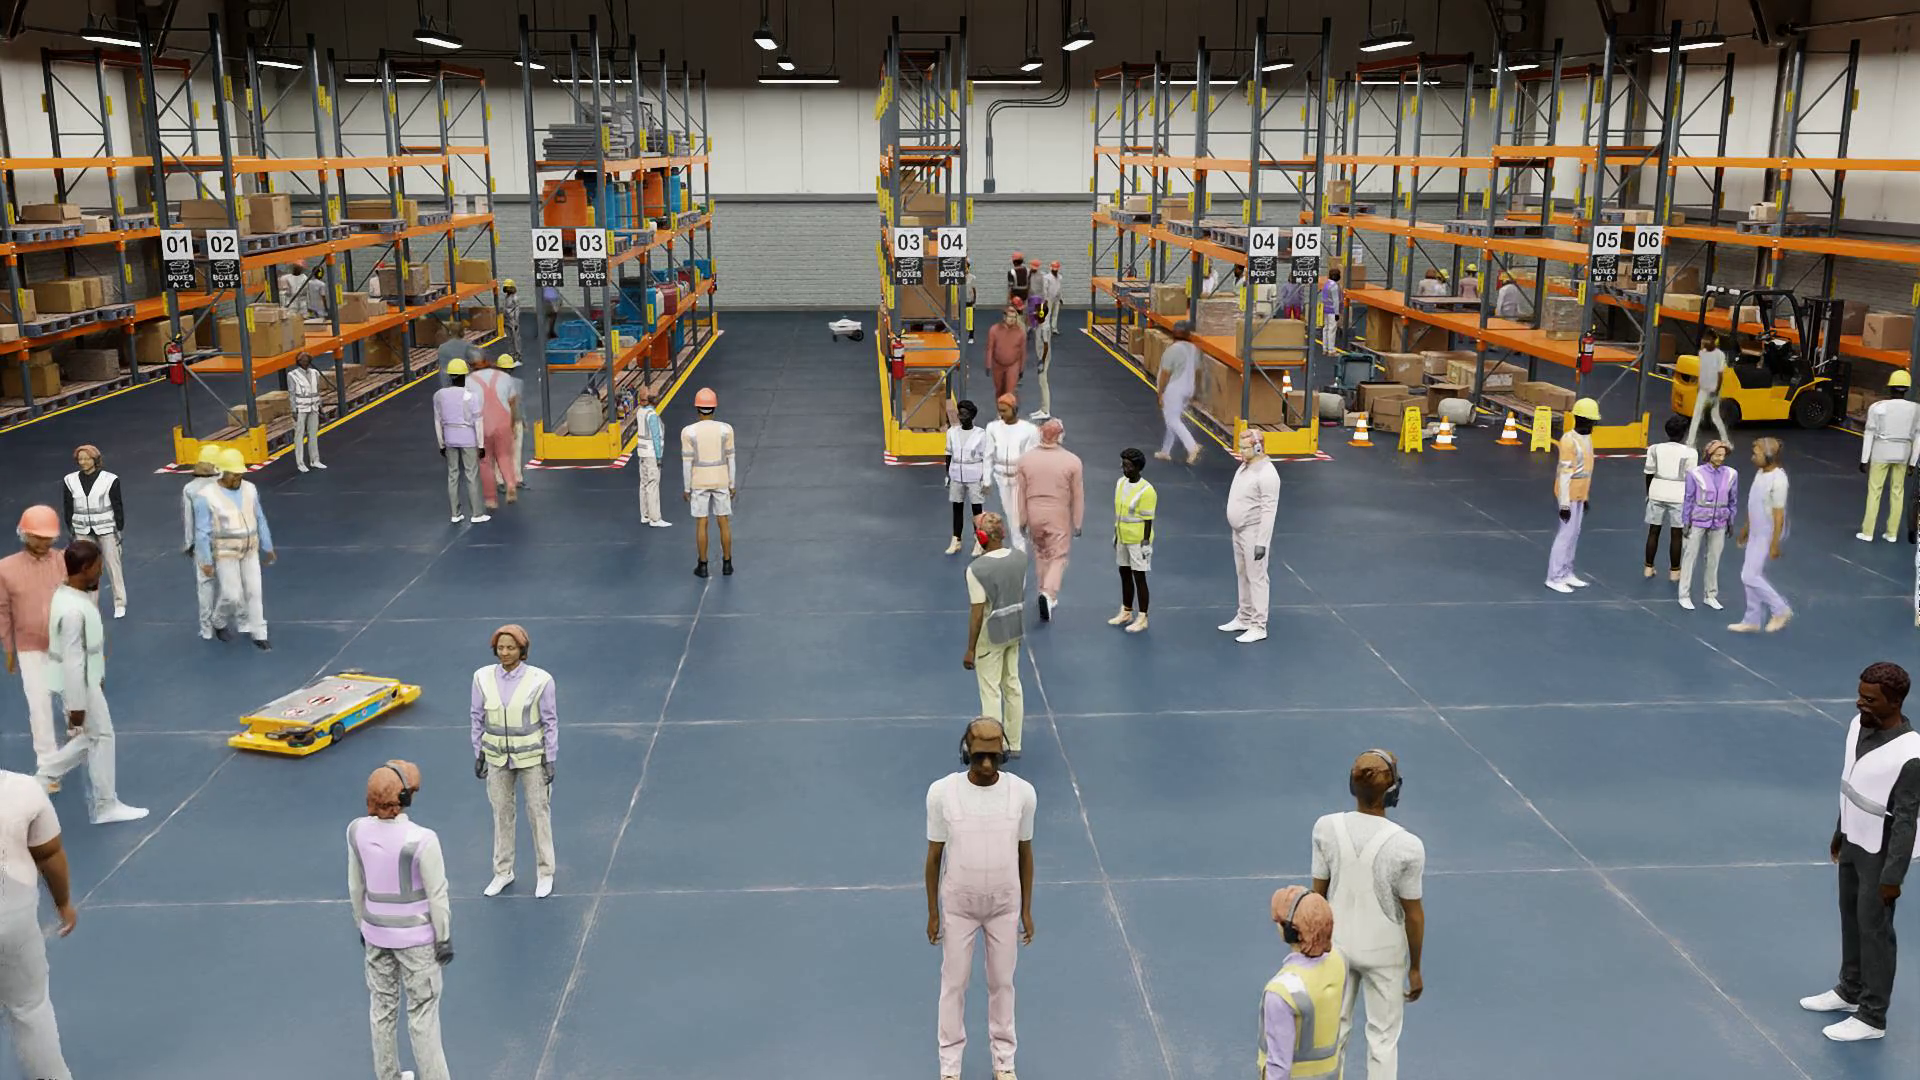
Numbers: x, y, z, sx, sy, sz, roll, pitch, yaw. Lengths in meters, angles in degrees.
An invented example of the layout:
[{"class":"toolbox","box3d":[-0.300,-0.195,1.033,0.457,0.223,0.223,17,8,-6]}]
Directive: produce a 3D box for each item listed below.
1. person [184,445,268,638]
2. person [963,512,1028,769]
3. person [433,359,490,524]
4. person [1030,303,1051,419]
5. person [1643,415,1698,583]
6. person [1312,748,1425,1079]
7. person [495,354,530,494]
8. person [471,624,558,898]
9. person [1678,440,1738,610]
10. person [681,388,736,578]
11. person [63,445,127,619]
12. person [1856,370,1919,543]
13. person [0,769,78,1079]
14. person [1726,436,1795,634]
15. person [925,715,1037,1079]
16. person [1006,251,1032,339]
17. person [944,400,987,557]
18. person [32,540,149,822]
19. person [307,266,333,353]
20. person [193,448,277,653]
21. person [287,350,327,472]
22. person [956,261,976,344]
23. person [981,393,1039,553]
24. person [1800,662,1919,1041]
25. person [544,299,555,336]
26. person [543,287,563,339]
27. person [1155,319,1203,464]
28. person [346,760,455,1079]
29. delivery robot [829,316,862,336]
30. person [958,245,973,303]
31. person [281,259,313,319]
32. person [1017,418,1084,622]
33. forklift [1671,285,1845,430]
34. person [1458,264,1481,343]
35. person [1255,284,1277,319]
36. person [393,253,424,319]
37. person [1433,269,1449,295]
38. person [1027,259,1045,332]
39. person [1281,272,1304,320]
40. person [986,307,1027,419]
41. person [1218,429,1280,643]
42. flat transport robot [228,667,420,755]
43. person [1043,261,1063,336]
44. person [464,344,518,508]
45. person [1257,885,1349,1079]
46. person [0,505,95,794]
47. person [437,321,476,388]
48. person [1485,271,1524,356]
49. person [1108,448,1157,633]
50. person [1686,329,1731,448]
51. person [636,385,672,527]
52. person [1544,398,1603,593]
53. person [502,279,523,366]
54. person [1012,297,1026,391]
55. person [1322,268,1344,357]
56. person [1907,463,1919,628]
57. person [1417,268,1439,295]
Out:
[{"class":"person","box3d":[-6.625,0.017,14.882,0.579,1.722,0.428,-1,13,-3]},{"class":"person","box3d":[0.256,0.708,11.703,0.395,1.838,0.564,12,18,42]},{"class":"person","box3d":[-5.802,-1.145,19.359,0.585,1.928,0.368,2,13,9]},{"class":"person","box3d":[1.314,-2.893,26.884,0.327,1.874,0.521,0,13,1]},{"class":"person","box3d":[7.159,-0.413,16.774,0.531,1.688,0.320,13,18,43]},{"class":"person","box3d":[1.745,1.779,7.148,0.507,1.847,0.343,9,16,35]},{"class":"person","box3d":[-5.728,-1.484,21.144,0.312,1.767,0.533,12,18,41]},{"class":"person","box3d":[-2.585,1.280,9.694,0.514,1.645,0.308,1,13,6]},{"class":"person","box3d":[7.081,-0.143,15.755,0.515,1.633,0.313,-1,13,-2]},{"class":"person","box3d":[-2.557,-0.581,16.945,0.543,1.940,0.361,-4,14,-16]},{"class":"person","box3d":[-8.022,-0.077,15.446,0.514,1.645,0.309,-2,13,-7]},{"class":"person","box3d":[10.307,-0.919,18.434,0.587,1.921,0.388,2,13,10]},{"class":"person","box3d":[-4.281,1.654,7.261,0.784,2.000,0.542,-9,16,-35]},{"class":"person","box3d":[7.189,-0.028,14.870,0.446,1.820,0.511,2,13,8]},{"class":"person","box3d":[0.097,1.679,7.574,0.508,1.847,0.345,-2,13,-8]},{"class":"person","box3d":[1.328,-5.471,37.468,0.639,2.031,0.483,-7,15,-27]},{"class":"person","box3d":[0.073,-0.660,17.803,0.535,1.697,0.318,6,14,23]},{"class":"person","box3d":[-5.667,0.940,10.614,0.628,1.887,0.605,-7,15,-26]},{"class":"person","box3d":[-13.655,-4.896,35.422,0.518,1.855,0.344,6,15,24]},{"class":"person","box3d":[-6.283,0.090,14.415,0.631,1.799,0.636,7,15,26]},{"class":"person","box3d":[-8.864,-1.752,22.550,0.311,1.639,0.513,7,15,27]},{"class":"person","box3d":[0.118,-5.323,37.209,0.508,1.862,0.331,6,14,23]},{"class":"person","box3d":[0.511,-0.585,17.147,0.588,1.844,0.883,6,14,22]},{"class":"person","box3d":[4.478,1.512,8.147,0.397,1.911,0.588,1,13,4]},{"class":"person","box3d":[-9.614,-5.630,38.706,0.308,1.770,0.522,-2,13,-7]},{"class":"person","box3d":[-9.358,-5.558,38.119,0.602,1.896,0.559,7,15,28]},{"class":"person","box3d":[3.097,-2.085,23.099,0.712,2.000,0.883,-12,18,-42]},{"class":"person","box3d":[-2.524,1.792,7.534,0.515,1.642,0.314,5,14,22]},{"class":"delivery robot","box3d":[-2.604,-4.820,37.670,0.707,0.478,0.477,-6,14,-23]},{"class":"person","box3d":[0.054,-6.268,40.815,0.371,2.044,0.608,-9,16,-34]},{"class":"person","box3d":[-14.151,-4.981,35.480,0.435,1.999,0.661,13,18,43]},{"class":"person","box3d":[0.824,-0.189,15.441,0.644,1.879,0.814,5,14,22]},{"class":"forklift","box3d":[12.503,-2.886,26.166,2.313,2.155,1.214,-1,13,-3]},{"class":"person","box3d":[11.416,-5.292,37.294,0.523,1.760,0.327,9,16,35]},{"class":"person","box3d":[6.321,-4.769,34.713,0.590,1.927,0.367,7,15,27]},{"class":"person","box3d":[-13.767,-6.224,41.173,0.981,1.797,0.586,1,13,5]},{"class":"person","box3d":[10.368,-4.978,35.970,0.354,1.757,0.534,9,16,32]},{"class":"person","box3d":[1.713,-5.809,39.547,0.644,1.713,0.575,7,15,29]},{"class":"person","box3d":[7.438,-5.205,37.211,0.505,1.627,0.290,0,13,1]},{"class":"person","box3d":[0.737,-2.773,26.386,0.644,1.869,0.887,1,13,5]},{"class":"person","box3d":[2.565,-0.048,14.765,0.408,1.906,0.638,-3,14,-13]},{"class":"flat transport robot","box3d":[-4.801,1.281,12.630,0.652,0.197,1.431,4,14,16]},{"class":"person","box3d":[2.186,-5.618,38.701,0.563,1.742,0.338,-11,17,-38]},{"class":"person","box3d":[-5.711,-1.379,20.109,0.711,2.000,0.601,-9,16,-32]},{"class":"person","box3d":[1.282,2.087,6.283,0.313,1.639,0.517,11,17,40]},{"class":"person","box3d":[-6.325,0.689,11.578,0.608,1.946,1.008,-7,15,-26]},{"class":"person","box3d":[-7.091,-2.152,23.680,0.648,1.897,0.554,-10,16,-36]},{"class":"person","box3d":[11.554,-4.767,35.045,0.603,1.776,0.987,-11,17,-39]},{"class":"person","box3d":[1.570,-0.006,15.051,0.319,1.691,0.537,-7,15,-28]},{"class":"person","box3d":[10.706,-2.114,23.723,0.934,1.825,0.511,-7,15,-26]},{"class":"person","box3d":[-3.572,-0.967,19.222,0.310,1.642,0.514,-8,16,-31]},{"class":"person","box3d":[6.086,-0.450,16.428,0.392,1.928,0.639,10,16,35]},{"class":"person","box3d":[-9.012,-4.361,33.377,0.487,1.746,0.289,12,18,41]},{"class":"person","box3d":[1.053,-3.556,30.053,0.408,1.705,0.709,5,14,22]},{"class":"person","box3d":[7.839,-4.784,34.962,0.429,1.844,0.626,-2,13,-9]},{"class":"person","box3d":[9.034,-0.122,15.267,0.634,1.819,0.682,7,15,28]},{"class":"person","box3d":[10.787,-5.458,38.298,0.517,1.608,0.549,1,13,4]}]
